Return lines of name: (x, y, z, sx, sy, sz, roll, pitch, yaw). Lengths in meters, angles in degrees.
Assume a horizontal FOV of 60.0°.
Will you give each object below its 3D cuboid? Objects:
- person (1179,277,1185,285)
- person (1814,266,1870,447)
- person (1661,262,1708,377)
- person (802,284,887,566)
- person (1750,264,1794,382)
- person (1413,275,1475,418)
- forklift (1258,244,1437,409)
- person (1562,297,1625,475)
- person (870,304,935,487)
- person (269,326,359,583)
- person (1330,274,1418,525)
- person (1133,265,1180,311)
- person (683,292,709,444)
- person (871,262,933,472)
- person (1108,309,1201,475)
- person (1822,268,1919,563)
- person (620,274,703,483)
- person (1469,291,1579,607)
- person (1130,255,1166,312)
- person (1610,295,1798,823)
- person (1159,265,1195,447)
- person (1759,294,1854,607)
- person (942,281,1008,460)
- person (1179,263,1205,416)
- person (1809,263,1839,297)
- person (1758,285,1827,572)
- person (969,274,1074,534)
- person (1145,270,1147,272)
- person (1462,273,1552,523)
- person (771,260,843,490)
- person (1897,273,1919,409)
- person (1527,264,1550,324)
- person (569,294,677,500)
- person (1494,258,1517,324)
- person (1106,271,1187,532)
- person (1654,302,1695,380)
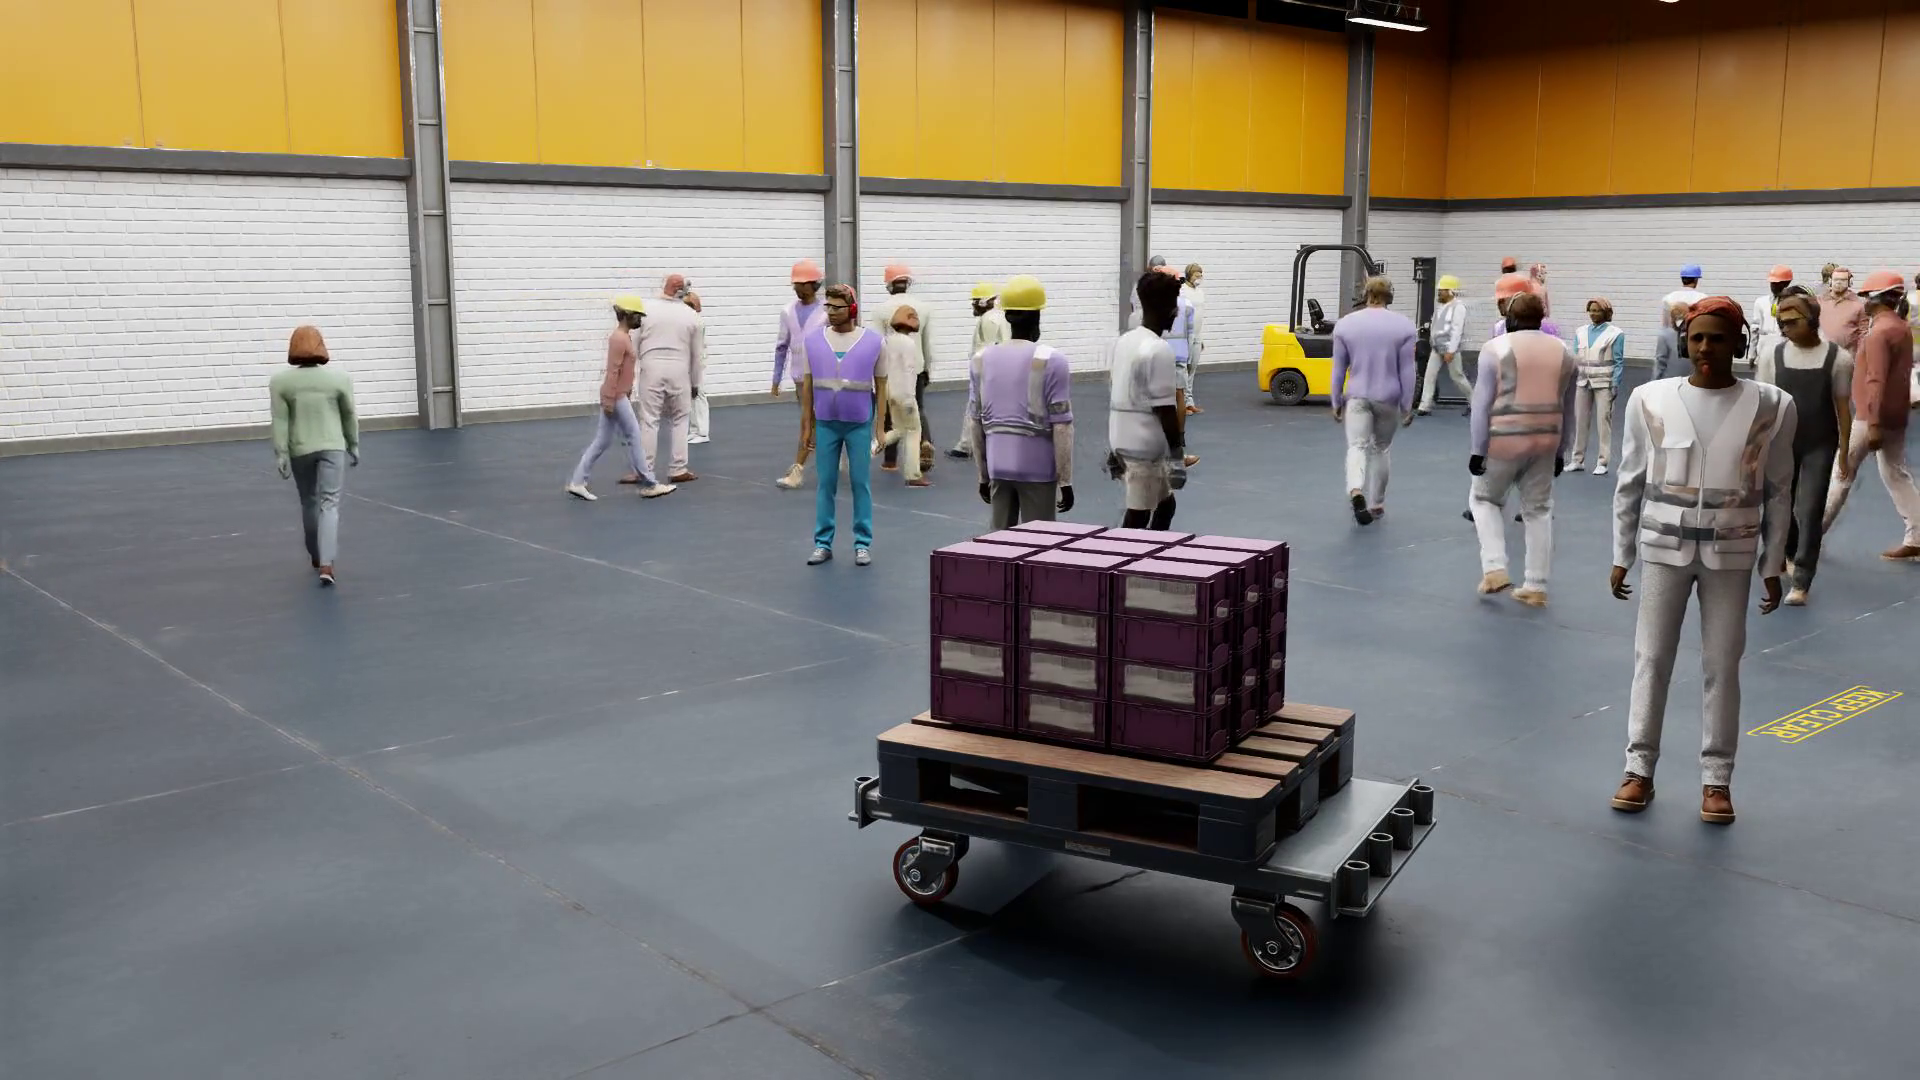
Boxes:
person: (3.550, -3.400, 26.872, 0.529, 1.691, 0.318, 4, 10, 22)
person: (9.302, -1.949, 17.728, 0.642, 1.913, 0.410, 7, 12, 35)
person: (8.539, -2.286, 19.595, 0.391, 1.947, 0.607, -6, 11, -31)
person: (-0.751, -0.751, 10.916, 0.564, 1.841, 0.394, 1, 10, 8)
person: (8.959, -2.053, 18.271, 0.548, 1.934, 0.376, 8, 13, 41)
person: (6.121, -2.408, 20.775, 0.917, 1.800, 0.589, -4, 10, -20)
forklift: (5.256, -2.933, 22.661, 2.313, 2.155, 1.214, 3, 10, 16)
person: (5.905, -1.427, 15.468, 0.310, 1.639, 0.514, -7, 12, -37)
person: (-0.584, -1.256, 14.559, 0.623, 1.611, 0.523, -5, 11, -25)
person: (-4.040, -0.541, 10.441, 0.497, 1.594, 0.870, -3, 10, -14)
person: (3.106, -1.051, 12.549, 0.632, 1.902, 0.905, 3, 10, 16)
person: (2.471, -2.464, 20.766, 0.651, 1.904, 0.402, -3, 10, -16)
person: (-2.875, -1.855, 17.985, 0.314, 1.636, 0.515, -4, 10, -20)
person: (-0.522, -1.589, 15.431, 0.630, 1.973, 0.801, -4, 10, -20)
person: (1.775, -1.504, 15.399, 0.969, 1.822, 0.515, -6, 11, -30)
person: (6.084, -0.822, 11.081, 0.626, 1.939, 0.981, -9, 13, -41)
person: (-2.700, -1.435, 14.884, 0.790, 1.866, 0.399, -2, 10, -13)
person: (3.250, -0.523, 9.662, 0.640, 1.819, 0.472, -2, 10, -9)
person: (2.811, -3.055, 23.824, 0.684, 2.000, 0.535, 7, 12, 36)
person: (2.649, 0.071, 5.981, 0.584, 1.882, 0.346, 5, 11, 26)
person: (2.204, -1.937, 17.627, 0.540, 1.929, 0.391, -2, 10, -11)
person: (4.989, -0.549, 9.847, 0.539, 1.815, 0.763, 7, 12, 34)
person: (0.321, -1.660, 16.458, 0.910, 1.784, 0.611, 2, 10, 14)
person: (2.921, -2.555, 21.209, 0.372, 1.936, 0.627, 7, 12, 37)
person: (10.810, -2.487, 20.799, 0.372, 1.940, 0.627, -3, 10, -16)
person: (5.123, -0.677, 10.486, 0.771, 1.837, 0.506, -6, 11, -30)
person: (0.316, -0.354, 8.334, 0.587, 1.930, 0.354, 7, 12, 34)
person: (2.817, -3.109, 24.674, 0.566, 1.862, 0.572, 9, 13, 43)
person: (4.123, -1.041, 12.473, 0.950, 1.886, 0.555, -3, 10, -19)
person: (-1.331, -1.466, 14.698, 0.631, 1.988, 1.069, 6, 11, 29)
person: (12.733, -2.636, 22.027, 0.637, 1.816, 0.590, 1, 10, 8)
person: (8.581, -3.156, 24.811, 0.409, 1.907, 0.651, -1, 10, -7)
person: (-2.850, -1.175, 13.793, 0.894, 1.707, 0.531, -2, 10, -12)
person: (9.536, -3.913, 28.997, 0.612, 1.986, 1.063, -1, 10, -8)
person: (1.115, -0.514, 9.246, 0.739, 1.933, 0.651, -3, 10, -15)
person: (6.750, -1.403, 15.451, 0.498, 1.594, 0.647, 0, 10, 0)
